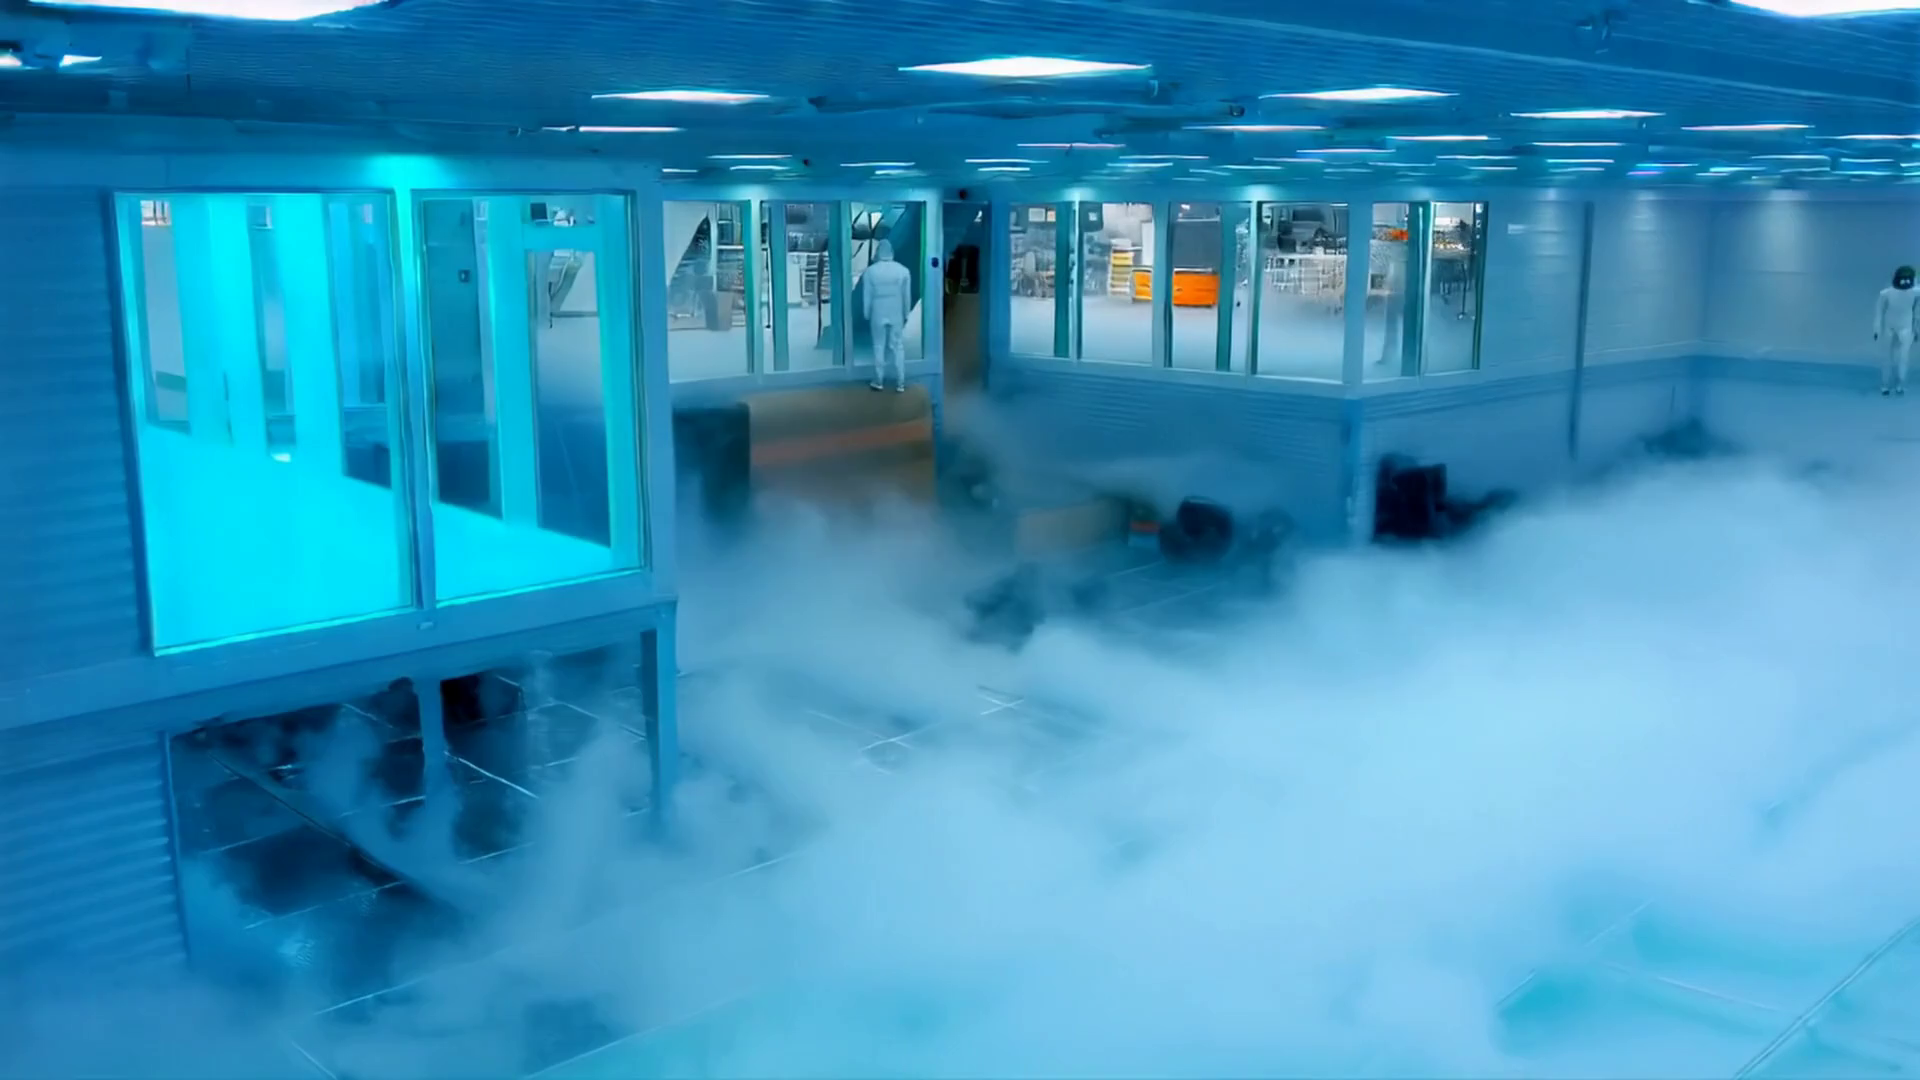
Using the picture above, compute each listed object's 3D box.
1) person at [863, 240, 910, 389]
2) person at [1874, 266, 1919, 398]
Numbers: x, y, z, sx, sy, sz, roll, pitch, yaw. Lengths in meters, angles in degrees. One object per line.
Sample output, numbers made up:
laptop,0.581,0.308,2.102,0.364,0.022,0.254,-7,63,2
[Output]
person,-0.967,-2.918,21.580,0.636,1.911,0.405,-5,12,-22
person,11.582,-2.564,20.544,0.511,1.608,0.640,6,13,28
